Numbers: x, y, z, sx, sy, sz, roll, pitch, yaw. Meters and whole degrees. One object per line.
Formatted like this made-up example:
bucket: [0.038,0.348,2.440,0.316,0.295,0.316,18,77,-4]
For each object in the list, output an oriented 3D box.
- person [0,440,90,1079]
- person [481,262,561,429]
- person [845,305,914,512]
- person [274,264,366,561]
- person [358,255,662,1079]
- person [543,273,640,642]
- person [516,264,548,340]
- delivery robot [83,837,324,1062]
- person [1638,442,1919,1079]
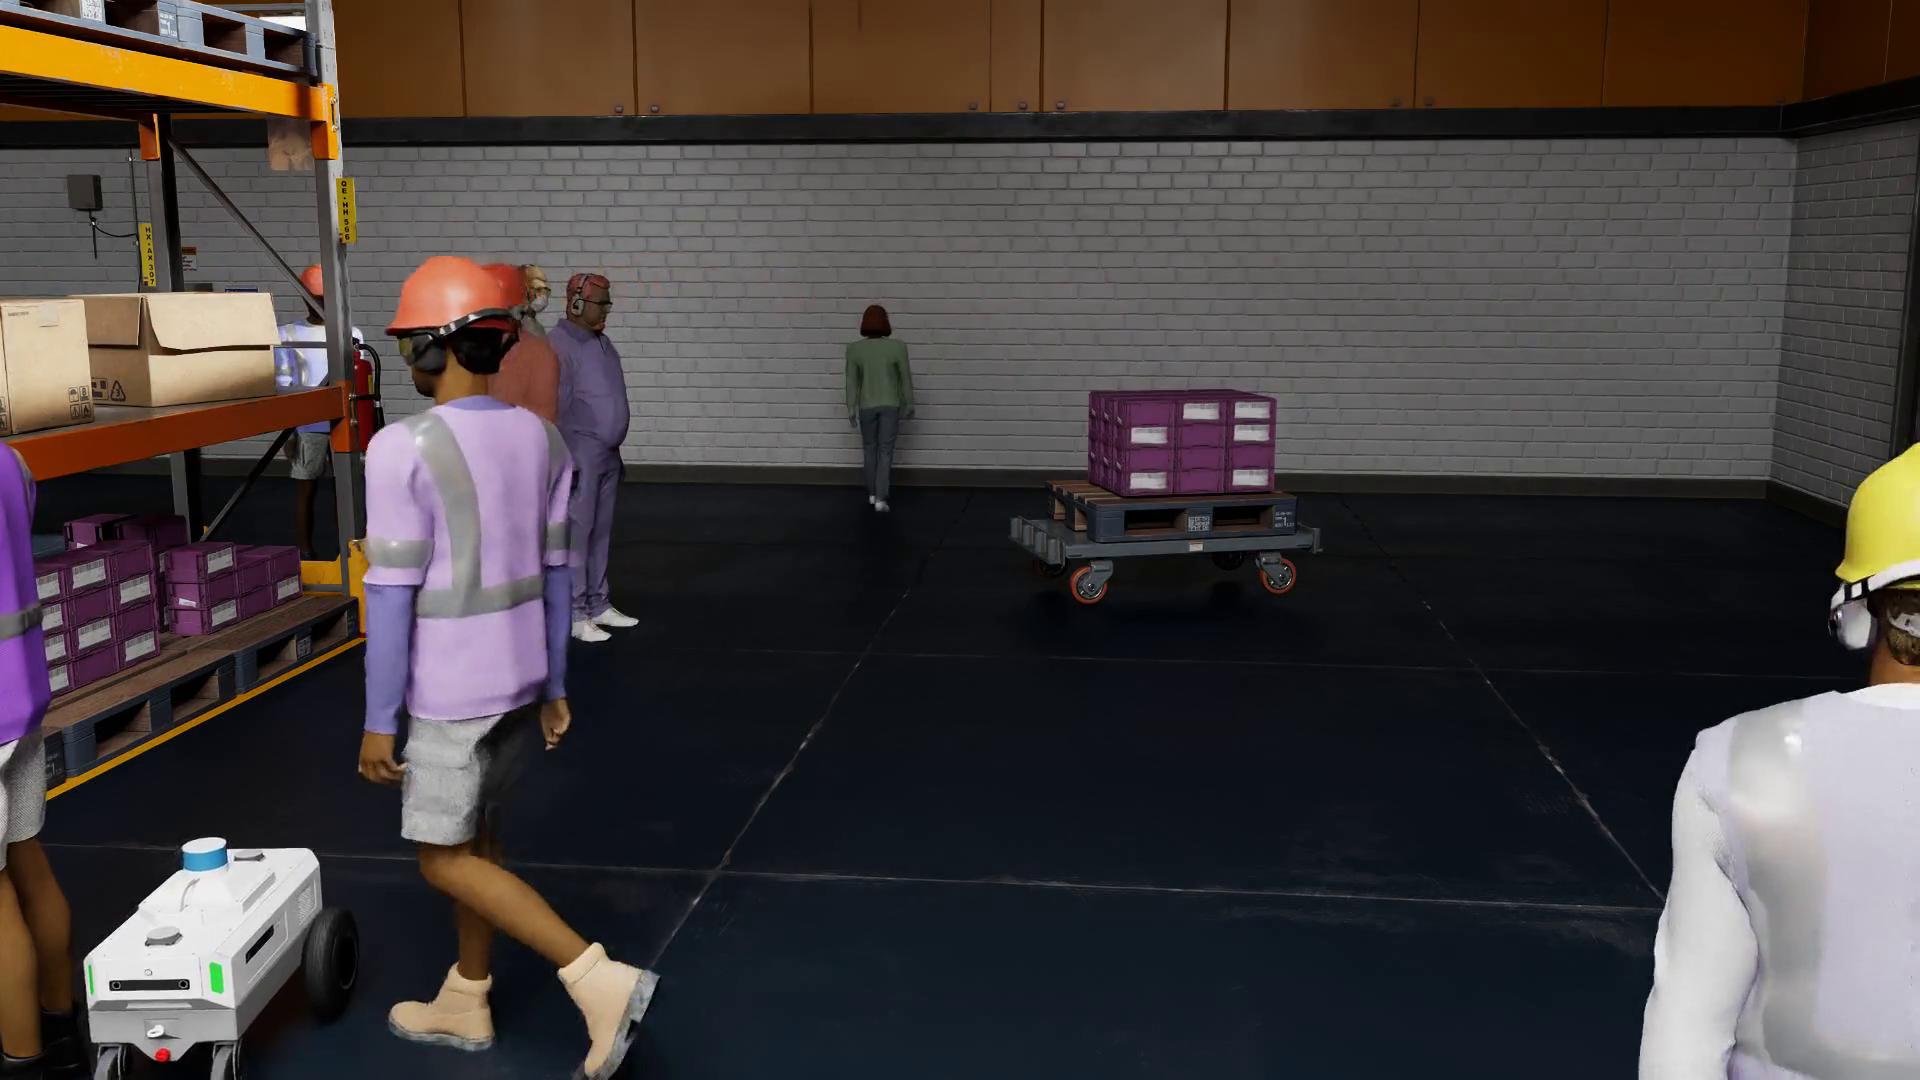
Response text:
person: [-2.287,0.407,3.786,0.375,1.933,0.550,-2,10,-10]
person: [-2.107,-0.303,7.736,0.654,1.965,0.445,7,12,35]
person: [-0.631,-1.031,12.980,0.501,1.602,0.737,2,10,11]
person: [-3.862,-0.701,10.126,0.548,1.935,0.373,-8,13,-39]
person: [-1.101,0.334,3.982,0.796,2.013,0.614,4,11,21]
person: [-1.926,-0.435,8.702,0.409,1.904,0.640,2,10,12]
person: [-2.601,-0.683,10.021,0.378,1.937,0.629,-1,10,-4]
delivery robot: [-1.866,0.987,4.145,0.477,0.478,0.707,0,10,-2]
person: [1.208,0.763,2.150,0.615,1.781,0.914,4,11,23]
